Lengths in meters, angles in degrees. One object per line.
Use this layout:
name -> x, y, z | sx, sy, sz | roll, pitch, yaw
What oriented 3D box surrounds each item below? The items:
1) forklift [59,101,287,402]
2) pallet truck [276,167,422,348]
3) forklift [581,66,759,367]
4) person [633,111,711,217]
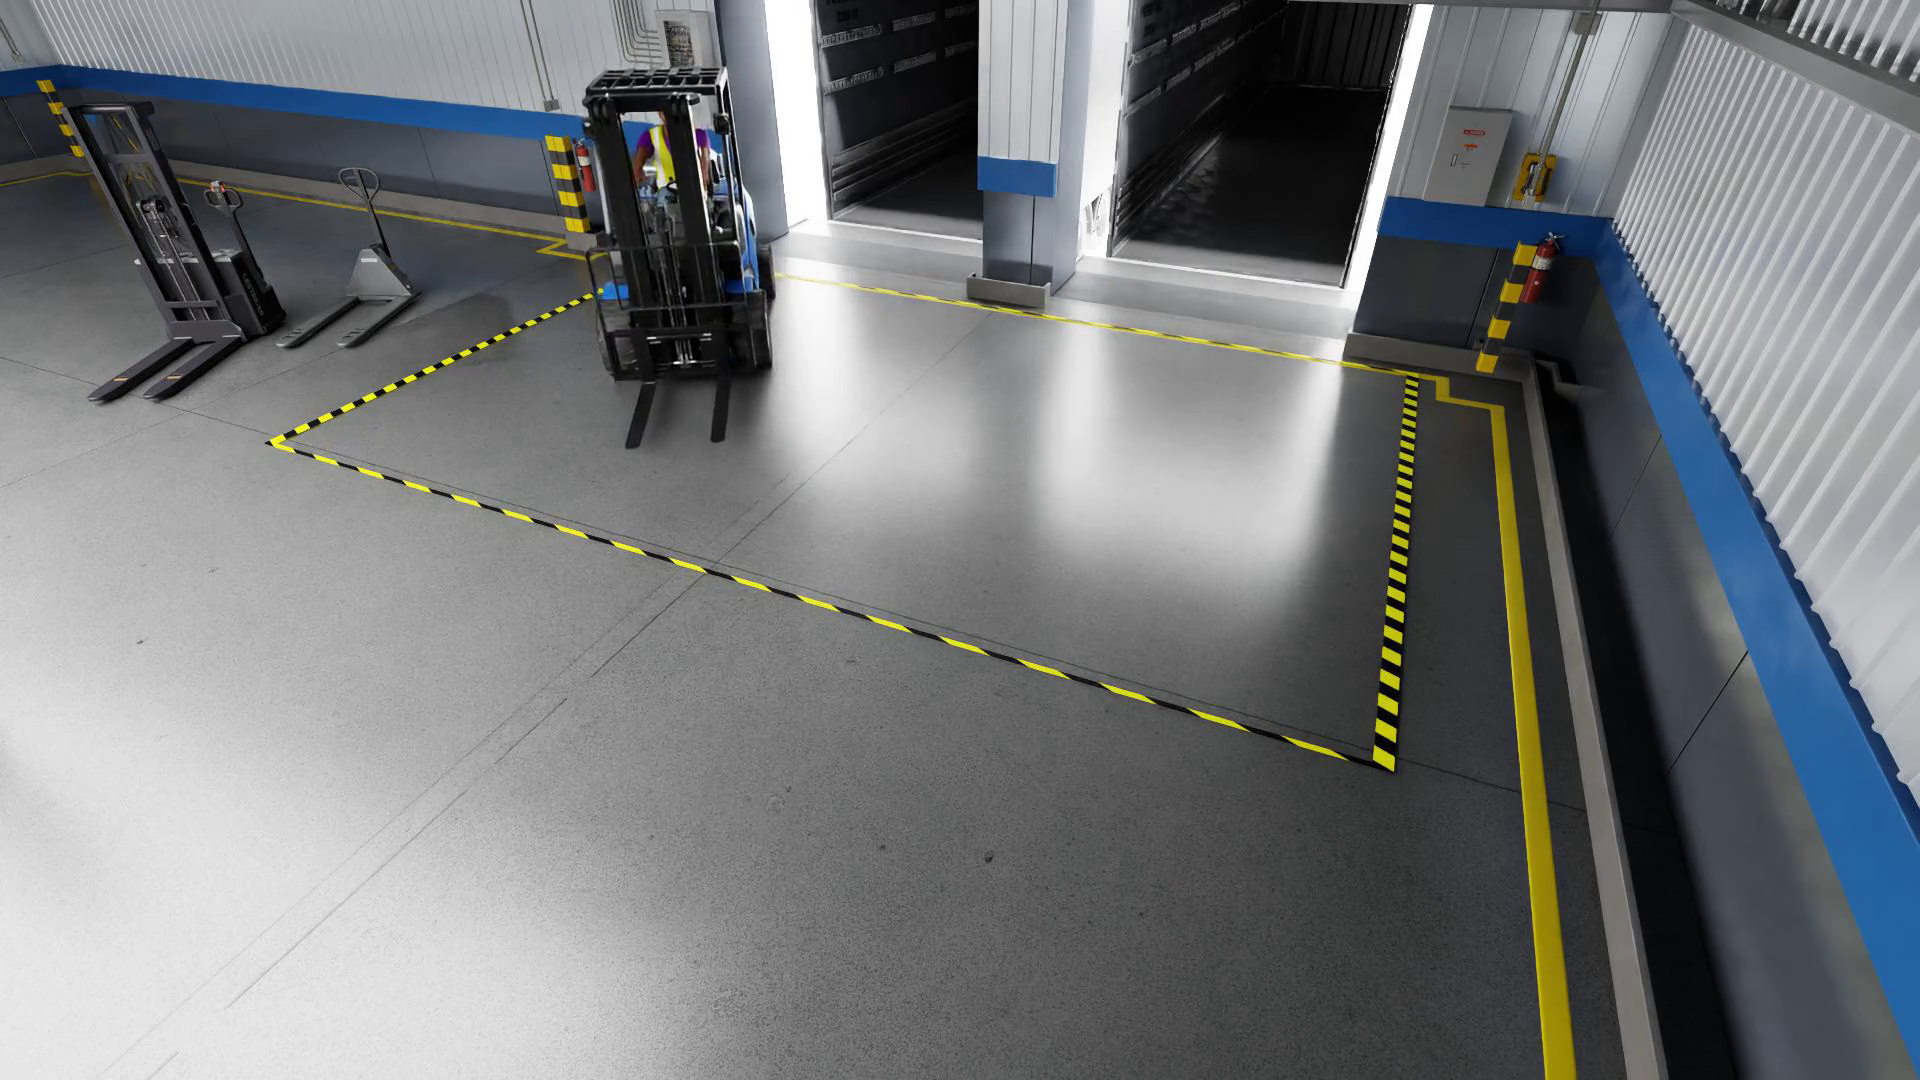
forklift -> -6.686, -2.387, 7.434 | 0.823, 1.965, 1.885 | -3, 35, -5
pallet truck -> -5.732, -2.611, 8.414 | 0.680, 1.201, 1.601 | -1, 35, -1
forklift -> -2.387, -2.852, 7.789 | 1.157, 2.036, 2.680 | -5, 35, -7
person -> -2.385, -2.971, 7.633 | 0.635, 1.293, 1.004 | -5, 35, -7
